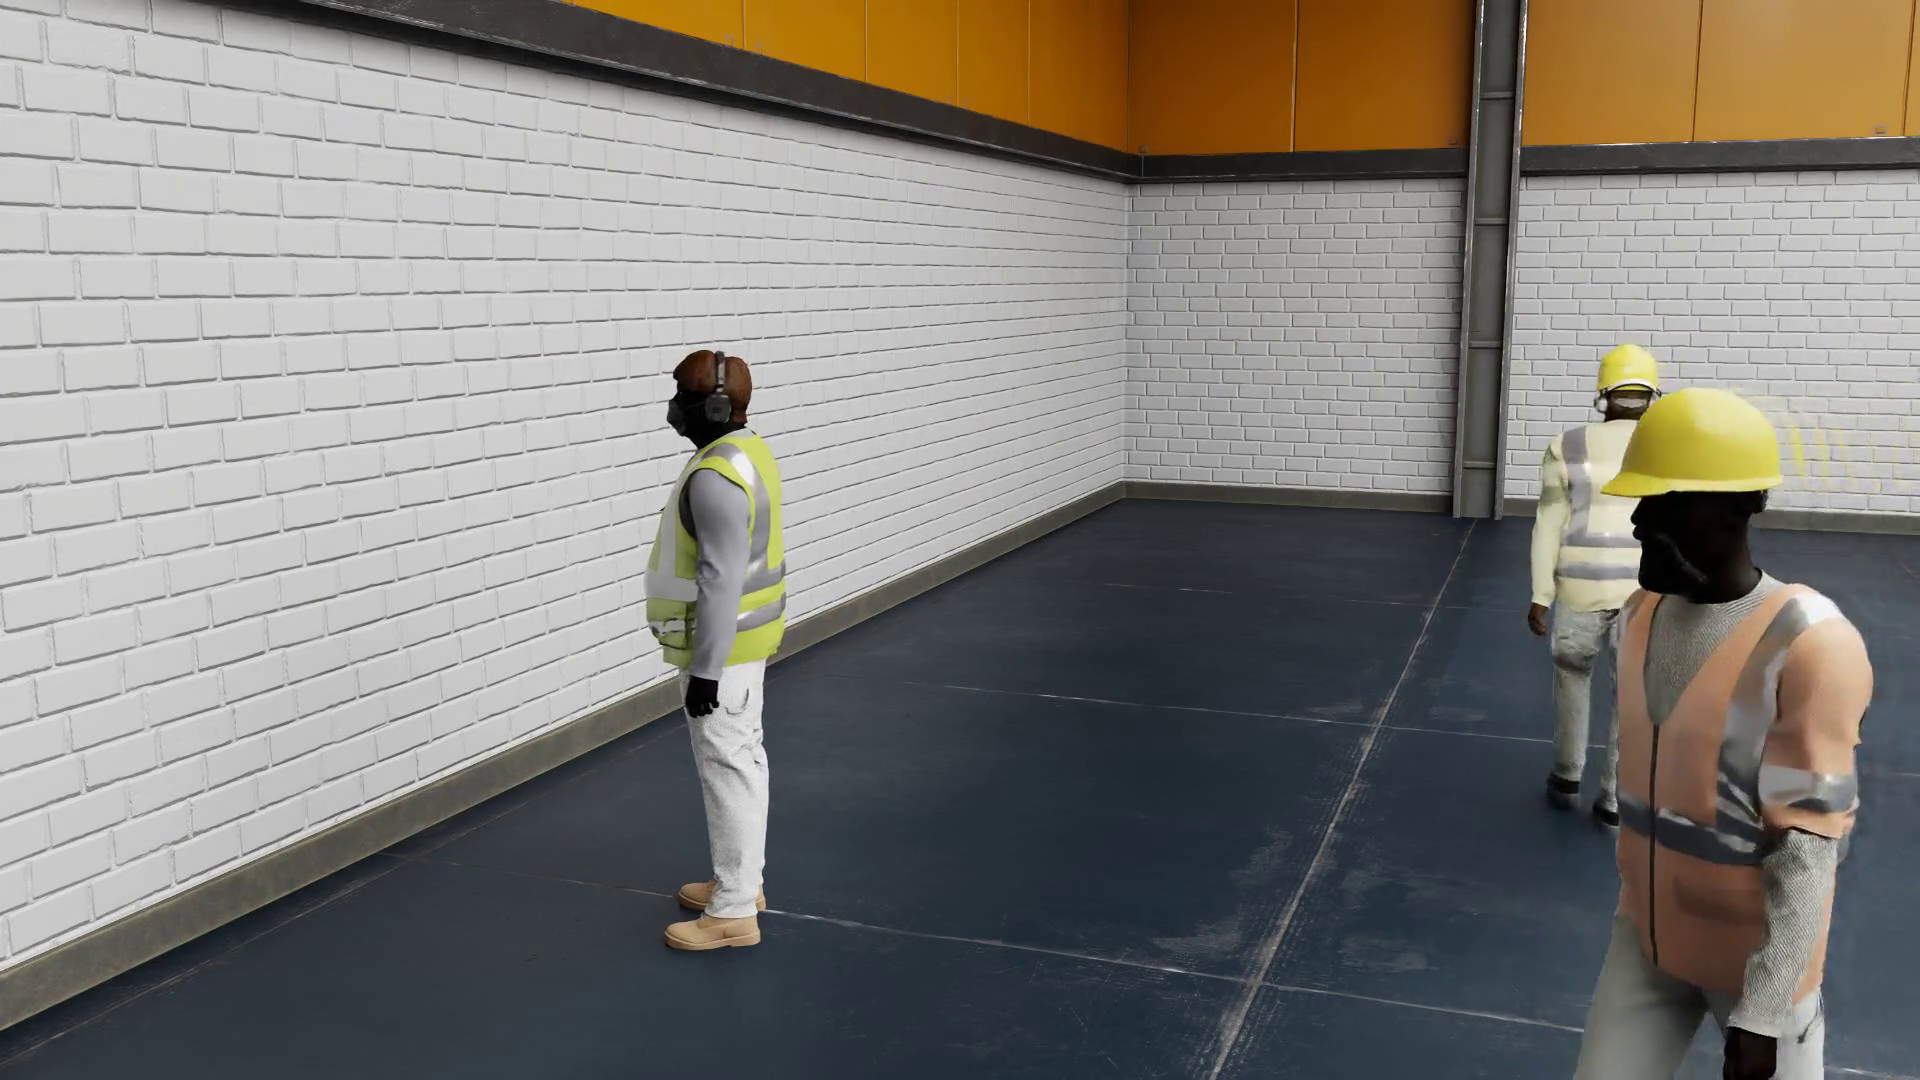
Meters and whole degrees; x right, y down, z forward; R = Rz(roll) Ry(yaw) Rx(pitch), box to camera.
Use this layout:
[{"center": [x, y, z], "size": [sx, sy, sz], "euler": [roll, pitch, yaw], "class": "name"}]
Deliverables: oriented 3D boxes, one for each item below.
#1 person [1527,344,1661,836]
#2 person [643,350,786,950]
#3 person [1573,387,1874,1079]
[{"center": [2.474, 0.168, 6.310], "size": [0.627, 1.808, 0.691], "euler": [2, 9, 13], "class": "person"}, {"center": [-0.758, 0.334, 5.175], "size": [0.429, 1.846, 0.630], "euler": [0, 9, 0], "class": "person"}, {"center": [1.398, 0.669, 2.944], "size": [0.926, 1.892, 0.588], "euler": [-3, 9, -18], "class": "person"}]
